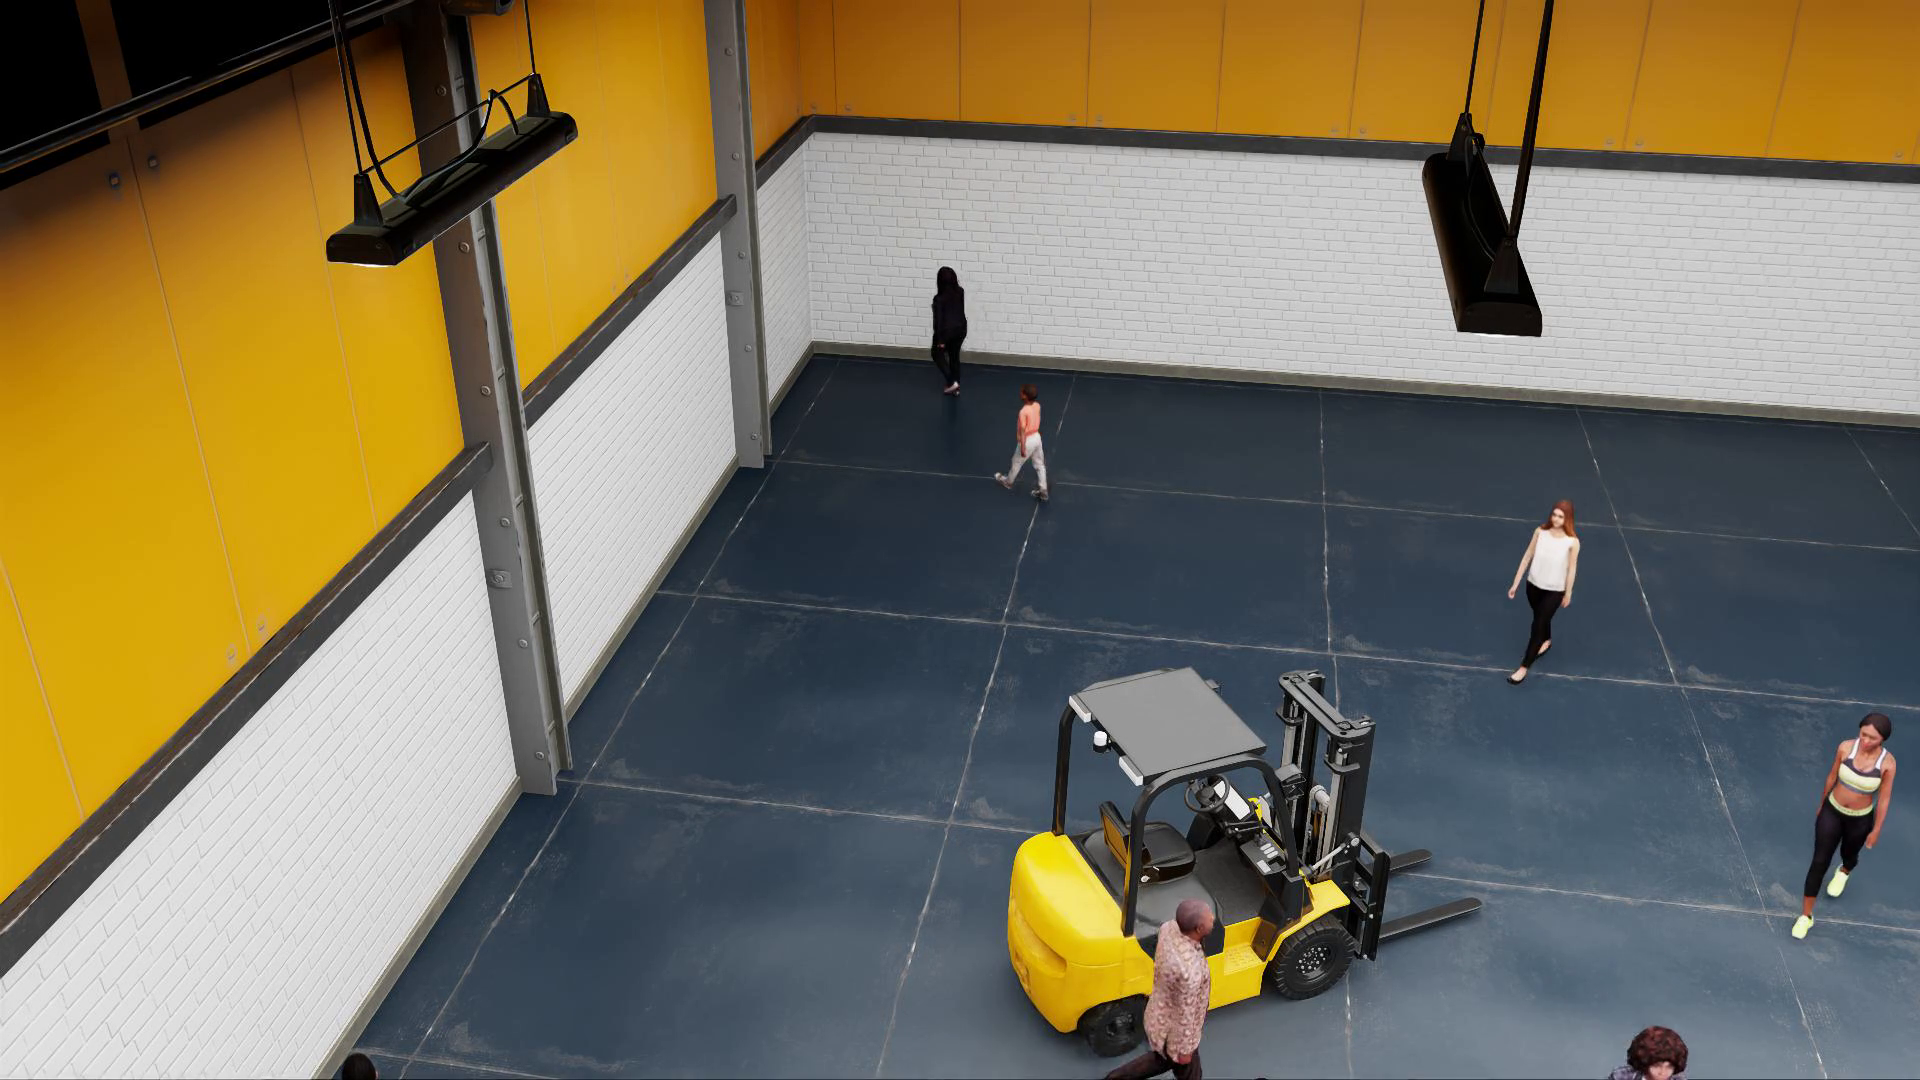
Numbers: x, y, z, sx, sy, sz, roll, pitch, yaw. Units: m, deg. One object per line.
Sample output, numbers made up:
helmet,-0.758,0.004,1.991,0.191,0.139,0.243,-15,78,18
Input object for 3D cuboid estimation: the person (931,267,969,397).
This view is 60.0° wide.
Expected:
person,-0.055,-2.440,19.754,0.789,1.605,0.853,-24,37,-37

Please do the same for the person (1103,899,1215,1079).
person,1.174,2.873,9.835,0.949,1.776,1.059,-3,29,-6

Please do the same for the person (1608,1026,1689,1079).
person,3.659,3.303,9.183,0.629,1.645,1.048,6,29,10

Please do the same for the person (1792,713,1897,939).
person,6.243,1.922,11.640,0.957,1.717,1.187,22,36,35

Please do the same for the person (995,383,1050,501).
person,0.783,-1.014,17.480,0.853,1.279,0.878,25,37,38

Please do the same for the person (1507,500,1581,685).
person,5.134,0.395,14.486,1.160,1.673,1.045,-22,35,-34
